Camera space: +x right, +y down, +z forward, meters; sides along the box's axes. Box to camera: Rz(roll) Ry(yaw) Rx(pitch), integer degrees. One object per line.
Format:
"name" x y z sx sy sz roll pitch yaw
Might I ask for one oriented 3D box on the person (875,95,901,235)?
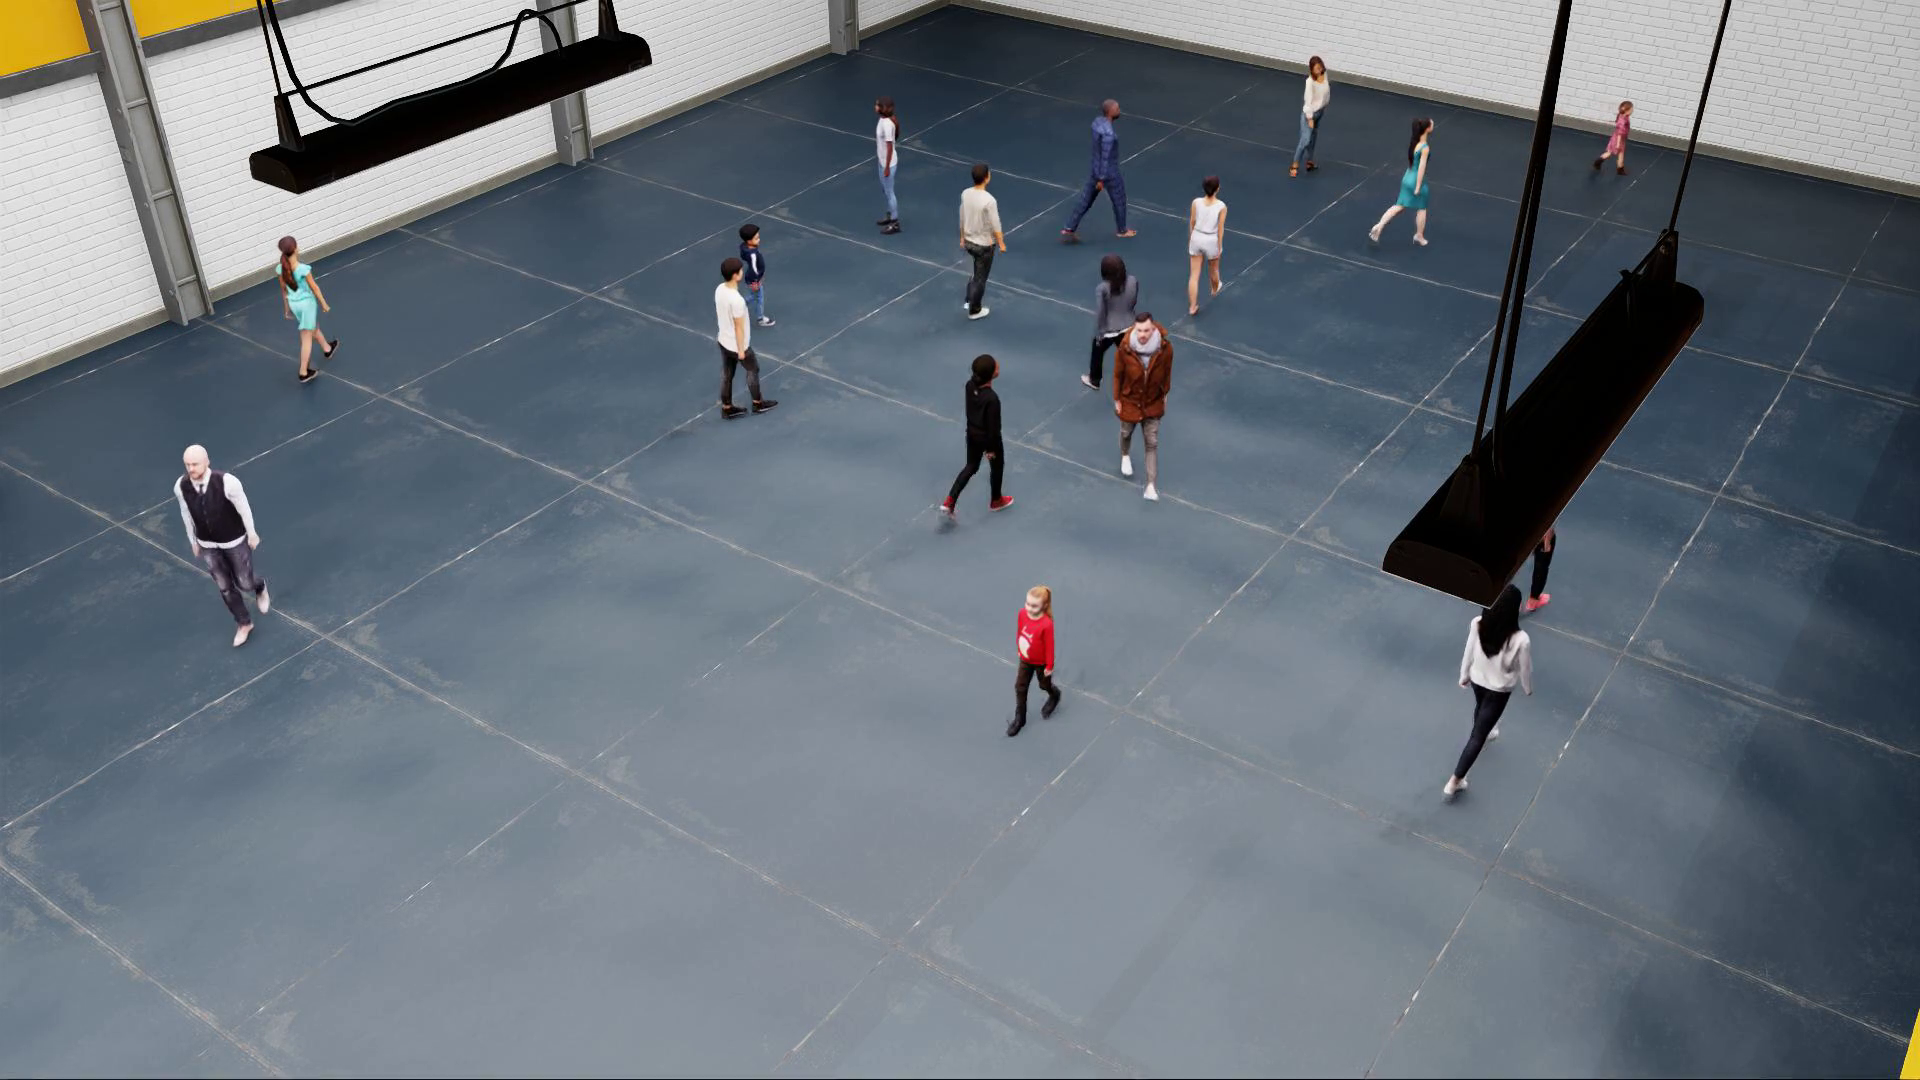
"person" -0.903 -4.651 20.557 0.711 1.719 0.656 -6 34 -9

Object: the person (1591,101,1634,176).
"person" 8.798 -5.393 22.317 0.647 1.006 0.717 7 34 11

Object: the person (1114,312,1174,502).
"person" 1.655 -1.309 15.476 1.120 1.778 1.253 -1 34 -2

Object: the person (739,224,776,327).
"person" -2.327 -2.931 18.430 0.787 1.209 0.737 -3 34 -5

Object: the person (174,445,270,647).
"person" -5.939 -0.016 13.507 0.931 1.805 1.005 0 34 -1

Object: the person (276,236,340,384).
"person" -6.872 -2.383 17.328 0.771 1.518 1.118 10 35 14

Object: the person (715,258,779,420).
"person" -2.314 -1.978 16.548 0.935 1.706 0.826 -20 39 -27

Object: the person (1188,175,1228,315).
"person" 2.719 -3.277 18.620 0.753 1.575 1.074 12 35 17

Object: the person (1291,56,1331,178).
"person" 4.721 -5.694 22.191 0.782 1.647 0.491 14 36 21

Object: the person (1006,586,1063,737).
"person" 0.608 0.870 12.658 0.509 1.269 0.795 24 41 32

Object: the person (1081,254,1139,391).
"person" 1.614 -2.105 16.882 1.025 1.548 1.027 -10 35 -15

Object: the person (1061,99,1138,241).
"person" 1.651 -4.455 20.217 1.280 1.770 1.120 -10 35 -15

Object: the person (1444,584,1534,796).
"person" 3.774 1.100 11.960 1.184 1.658 0.797 -27 42 -35

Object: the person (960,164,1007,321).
"person" 0.155 -3.257 18.389 0.686 1.798 0.718 -26 42 -34

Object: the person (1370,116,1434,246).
"person" 5.399 -4.284 20.066 1.079 1.652 0.966 -9 35 -14

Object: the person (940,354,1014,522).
"person" 0.145 -0.895 14.967 1.091 1.651 0.720 -28 43 -35
